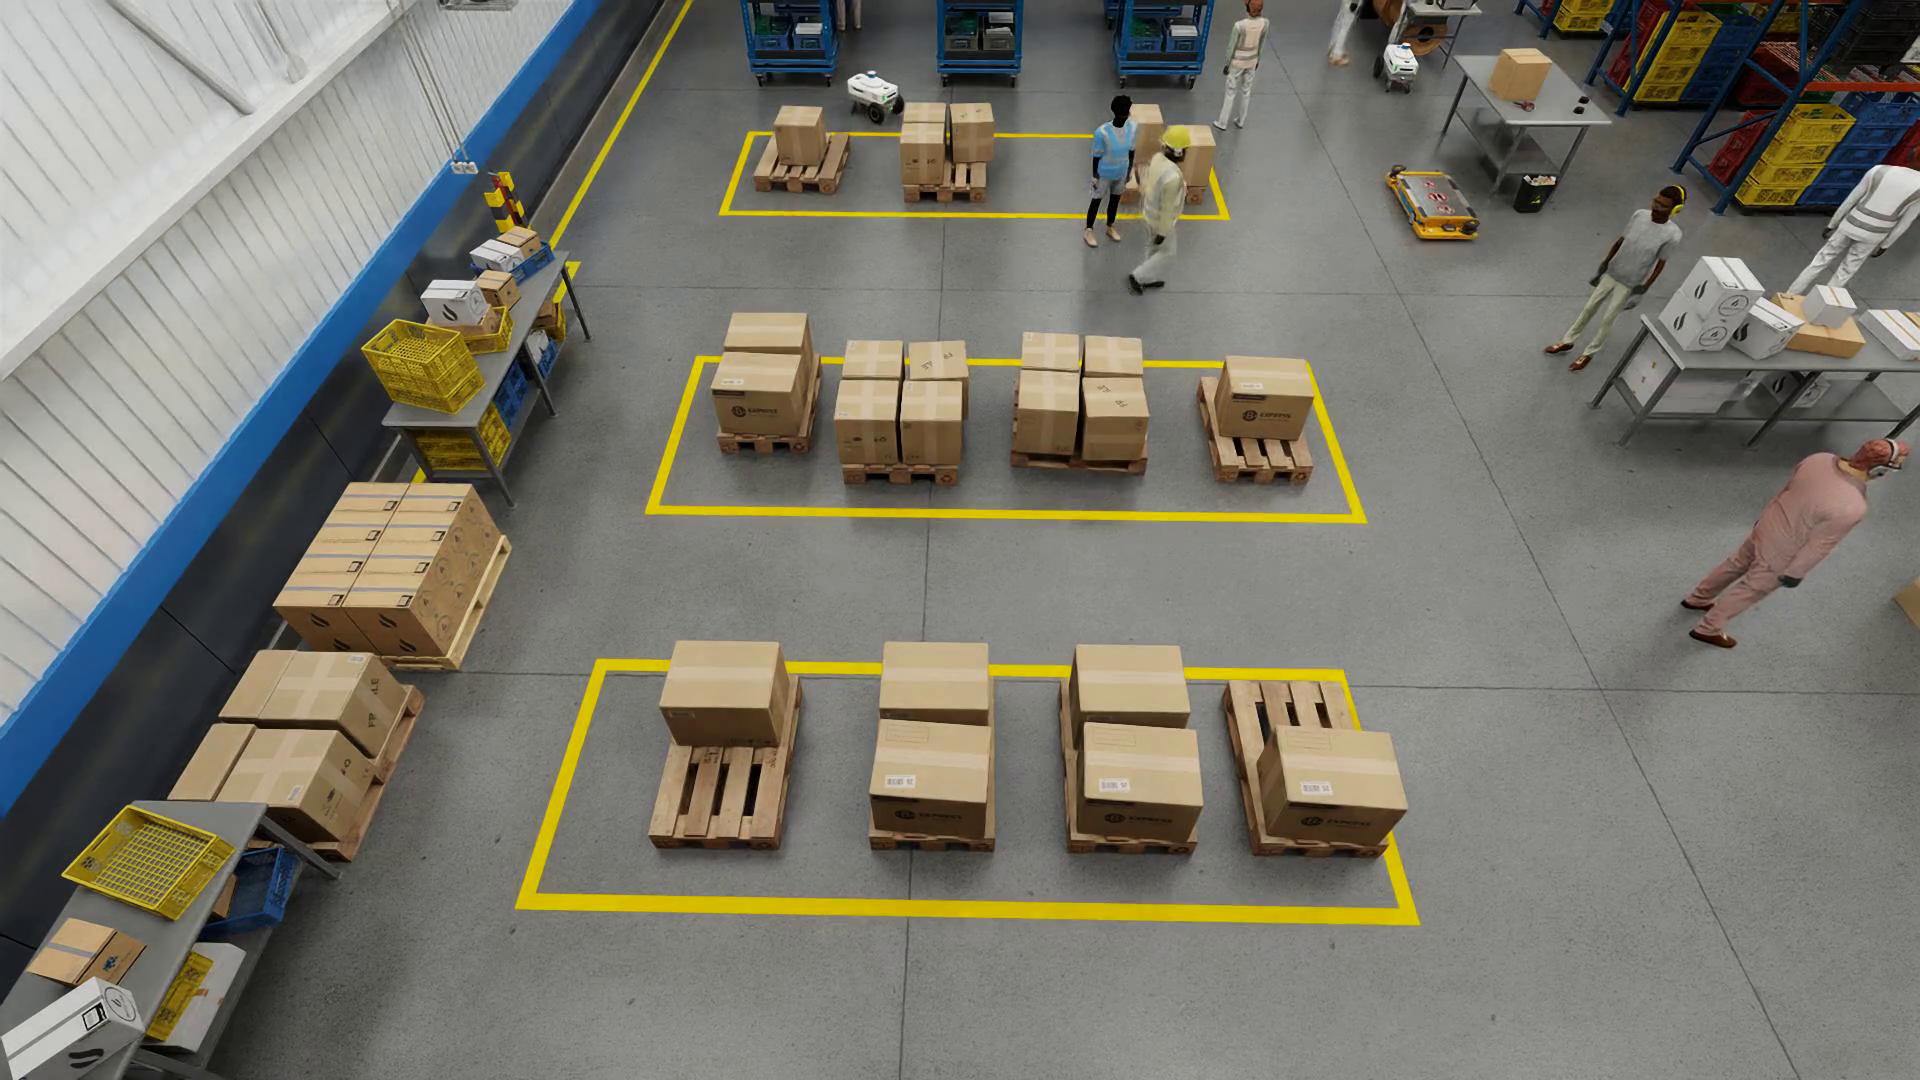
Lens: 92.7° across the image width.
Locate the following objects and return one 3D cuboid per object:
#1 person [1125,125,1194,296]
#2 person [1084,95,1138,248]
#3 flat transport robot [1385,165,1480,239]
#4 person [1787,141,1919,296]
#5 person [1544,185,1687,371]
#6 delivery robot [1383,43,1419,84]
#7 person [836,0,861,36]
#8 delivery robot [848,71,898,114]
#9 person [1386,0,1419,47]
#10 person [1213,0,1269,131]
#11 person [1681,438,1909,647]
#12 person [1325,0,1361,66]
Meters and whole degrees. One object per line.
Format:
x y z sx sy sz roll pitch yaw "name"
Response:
2.041 -3.319 9.371 0.455 1.811 0.587 -8 50 -7 "person"
1.664 -4.047 10.087 0.534 1.691 0.322 -17 51 -14 "person"
5.692 -4.094 11.059 0.652 0.197 1.431 1 49 1 "flat transport robot"
8.953 -3.061 9.114 0.355 1.878 0.575 -33 57 -25 "person"
6.177 -2.424 8.563 0.335 1.873 0.521 -18 51 -15 "person"
6.373 -6.919 13.257 0.477 0.478 0.707 4 49 4 "delivery robot"
-1.766 -8.845 14.052 0.625 1.981 0.412 -19 52 -16 "person"
-1.201 -6.200 12.636 0.707 0.478 0.477 32 56 24 "delivery robot"
6.592 -7.911 13.277 0.372 1.930 0.627 20 52 16 "person"
3.704 -6.236 12.020 0.516 1.631 0.317 -12 50 -10 "person"
5.810 0.017 6.435 0.399 1.900 0.648 12 50 10 "person"
5.771 -7.978 13.389 0.429 1.841 0.633 10 50 9 "person"
